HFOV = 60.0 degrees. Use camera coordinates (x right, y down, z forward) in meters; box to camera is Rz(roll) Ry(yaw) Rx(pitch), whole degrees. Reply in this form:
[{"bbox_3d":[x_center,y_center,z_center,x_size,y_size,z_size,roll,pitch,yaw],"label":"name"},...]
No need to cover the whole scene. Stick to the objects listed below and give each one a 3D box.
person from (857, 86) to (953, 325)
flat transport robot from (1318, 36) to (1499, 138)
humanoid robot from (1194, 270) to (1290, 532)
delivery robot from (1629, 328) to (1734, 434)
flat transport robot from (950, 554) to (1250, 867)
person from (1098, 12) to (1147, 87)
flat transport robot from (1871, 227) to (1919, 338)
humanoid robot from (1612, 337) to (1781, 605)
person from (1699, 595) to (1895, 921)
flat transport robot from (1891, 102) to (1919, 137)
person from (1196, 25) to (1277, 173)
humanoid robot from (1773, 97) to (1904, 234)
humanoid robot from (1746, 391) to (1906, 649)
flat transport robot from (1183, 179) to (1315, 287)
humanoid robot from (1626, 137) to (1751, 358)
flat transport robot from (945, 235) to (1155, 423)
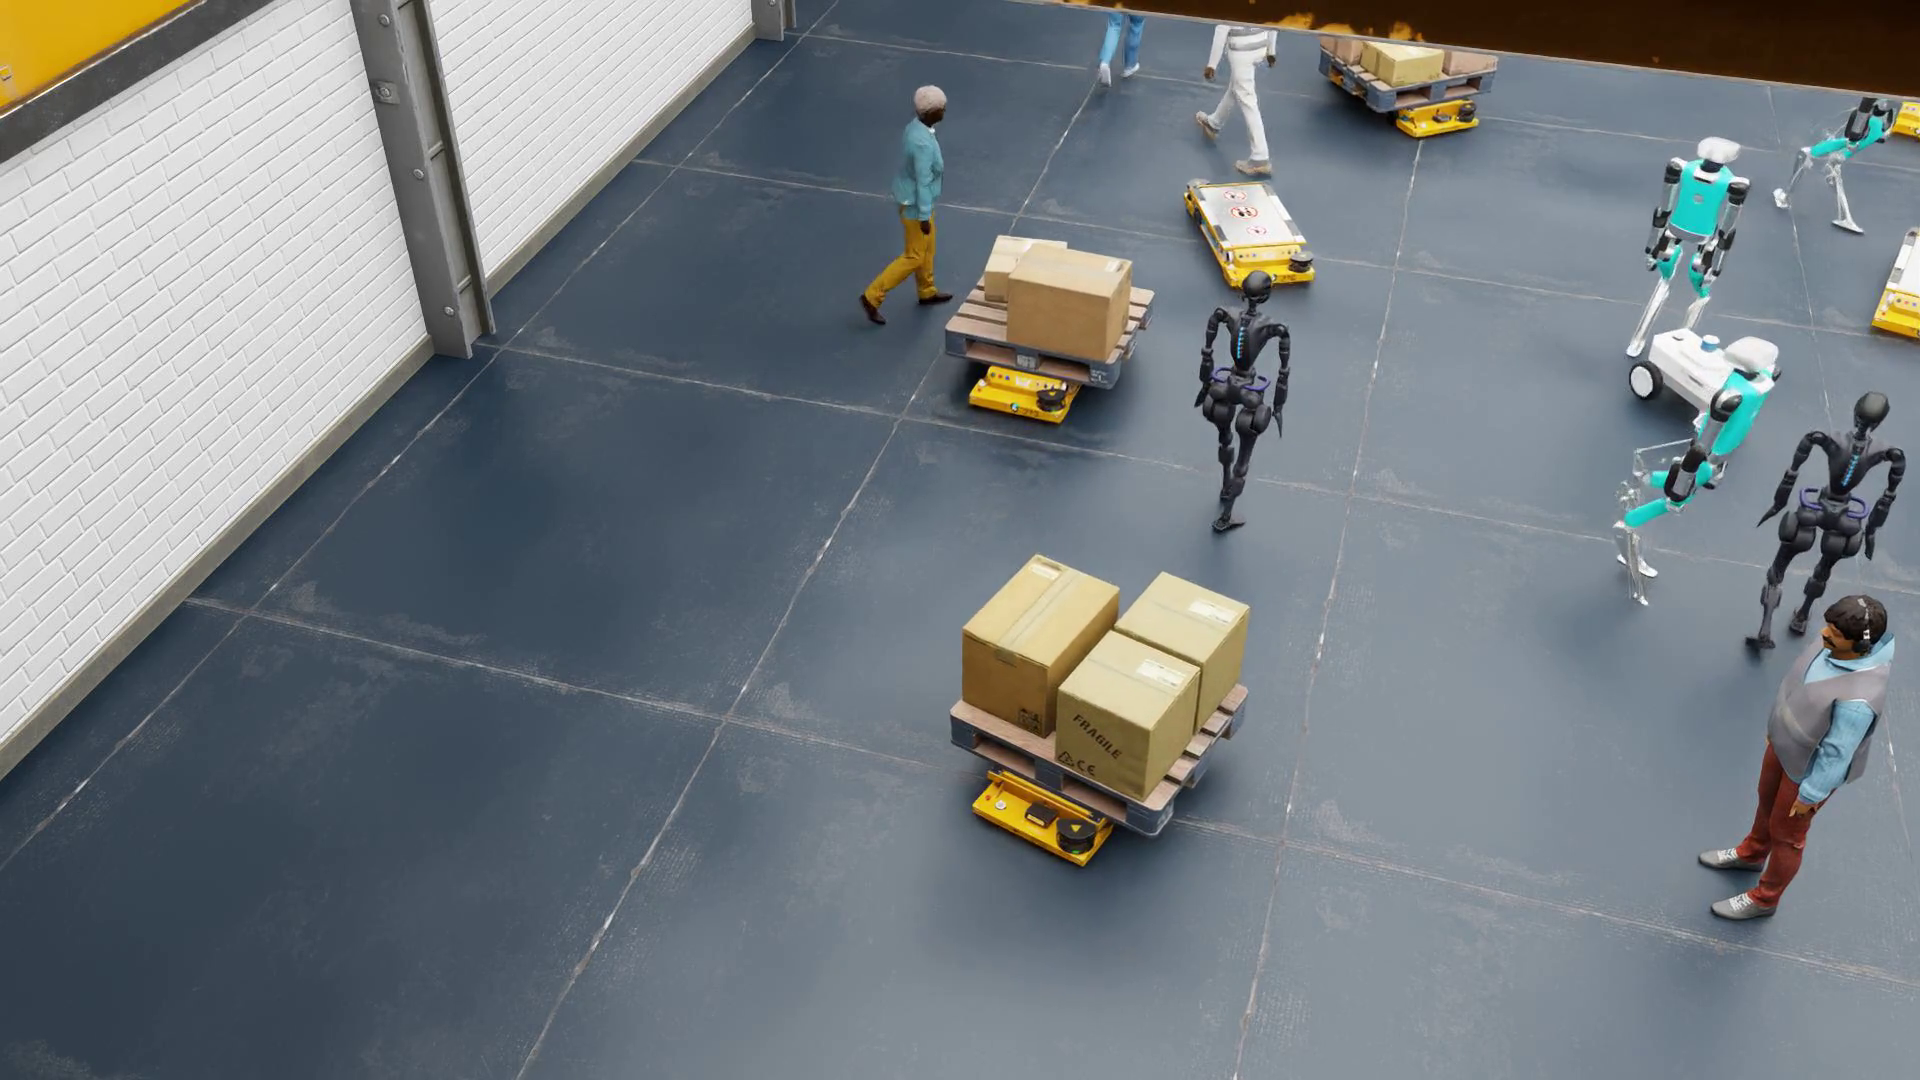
[{"bbox_3d":[-0.396,-2.367,11.785,0.688,1.722,0.576,-8,39,-9],"label":"person"},{"bbox_3d":[3.997,-4.042,15.032,0.659,0.231,1.431,-14,41,-17],"label":"flat transport robot"},{"bbox_3d":[1.666,-0.841,9.933,0.585,1.639,0.541,19,43,22],"label":"humanoid robot"},{"bbox_3d":[4.943,-1.102,11.133,0.499,0.576,0.768,-14,41,-17],"label":"delivery robot"},{"bbox_3d":[0.726,1.063,8.682,0.659,0.231,1.431,23,44,26],"label":"flat transport robot"},{"bbox_3d":[1.511,-4.939,15.001,0.495,1.696,0.702,17,42,20],"label":"person"},{"bbox_3d":[7.262,-1.883,12.347,0.659,0.231,1.431,22,44,25],"label":"flat transport robot"},{"bbox_3d":[3.994,-0.437,9.382,0.532,1.784,0.773,-28,47,-31],"label":"humanoid robot"},{"bbox_3d":[3.823,0.983,7.505,0.415,1.873,0.534,4,39,5],"label":"person"},{"bbox_3d":[8.757,-3.942,14.908,0.659,0.231,1.431,24,45,27],"label":"flat transport robot"},{"bbox_3d":[2.327,-4.032,13.770,0.664,1.830,1.007,-30,47,-32],"label":"person"},{"bbox_3d":[6.901,-3.298,12.981,0.541,1.828,0.888,-20,43,-23],"label":"humanoid robot"},{"bbox_3d":[4.679,-0.096,9.019,0.591,1.658,0.578,15,41,17],"label":"humanoid robot"},{"bbox_3d":[2.248,-2.432,13.029,0.659,0.231,1.431,-5,39,-7],"label":"flat transport robot"},{"bbox_3d":[4.967,-1.967,11.279,0.535,1.772,0.752,27,46,29],"label":"humanoid robot"},{"bbox_3d":[0.622,-1.324,11.651,0.659,0.231,1.431,14,41,17],"label":"flat transport robot"}]
